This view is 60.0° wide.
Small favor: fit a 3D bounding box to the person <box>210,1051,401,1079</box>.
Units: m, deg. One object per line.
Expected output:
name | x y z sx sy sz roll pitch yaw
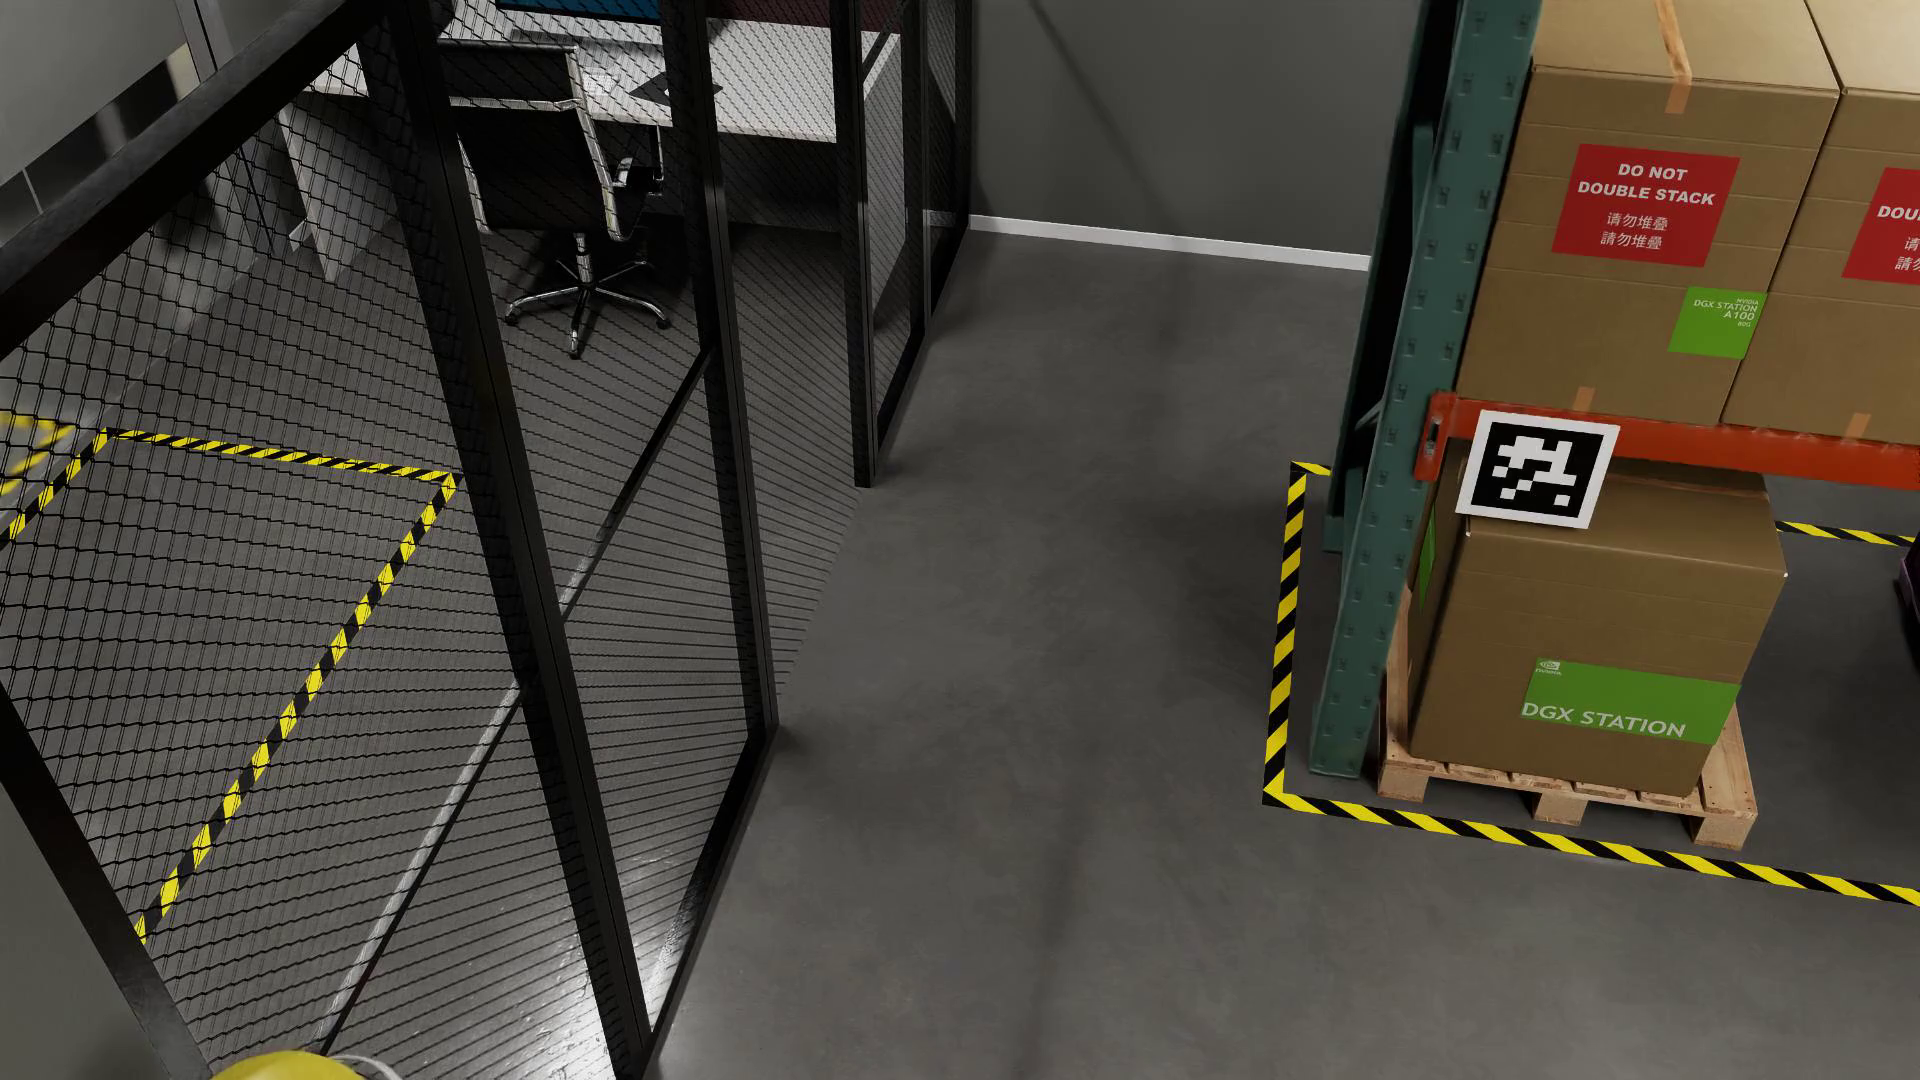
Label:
person | -0.680 1.224 2.168 0.600 1.831 0.404 12 42 14
